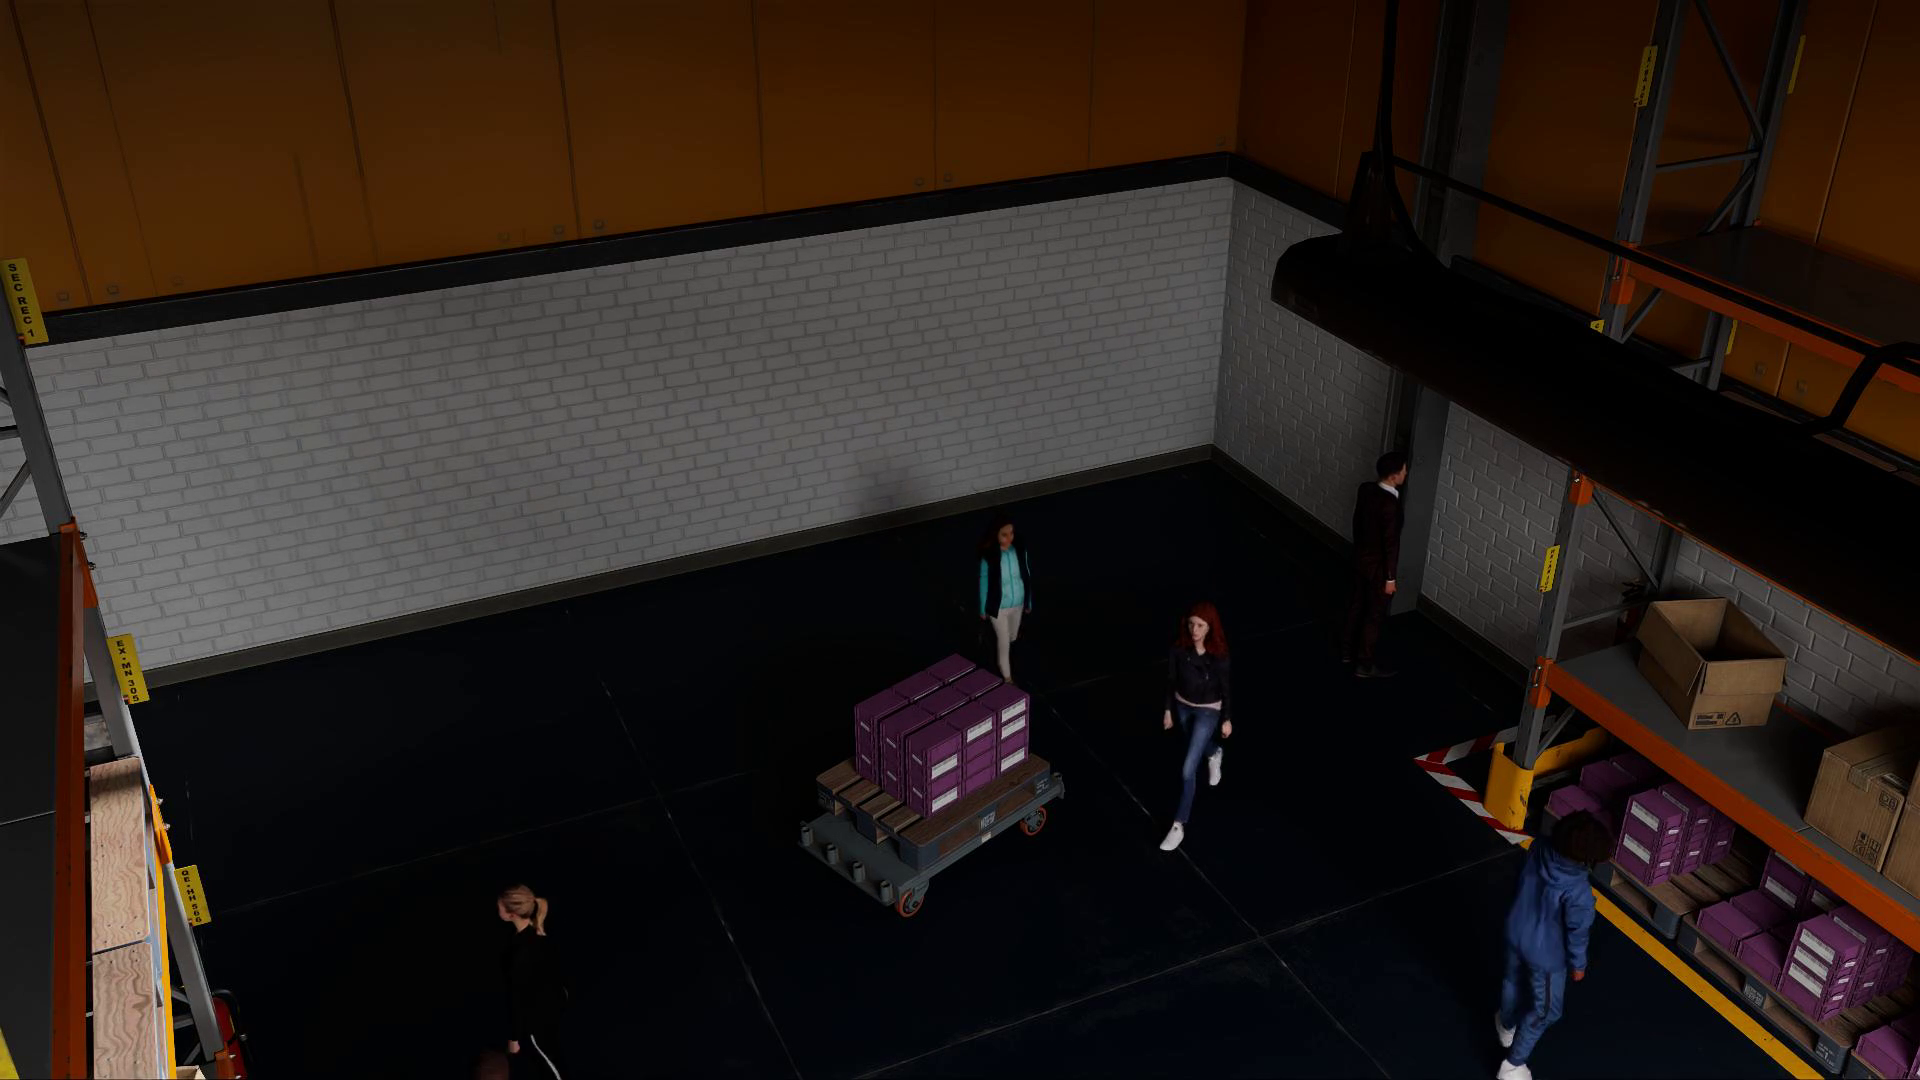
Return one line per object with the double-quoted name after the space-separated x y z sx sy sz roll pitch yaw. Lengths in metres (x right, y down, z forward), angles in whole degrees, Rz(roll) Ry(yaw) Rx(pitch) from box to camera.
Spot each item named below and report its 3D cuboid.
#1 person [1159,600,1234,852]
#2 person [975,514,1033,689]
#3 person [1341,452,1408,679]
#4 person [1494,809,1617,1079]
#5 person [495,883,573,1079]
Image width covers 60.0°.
1.609 1.133 11.034 1.246 1.745 1.148 16 33 27 "person"
0.308 0.442 12.574 0.644 1.484 0.923 -17 33 -28 "person"
3.161 0.172 12.671 0.778 1.864 0.563 -8 30 -15 "person"
3.158 2.142 9.134 0.902 1.793 0.588 -19 34 -31 "person"
-2.095 2.467 8.640 0.793 1.695 0.678 2 29 4 "person"
